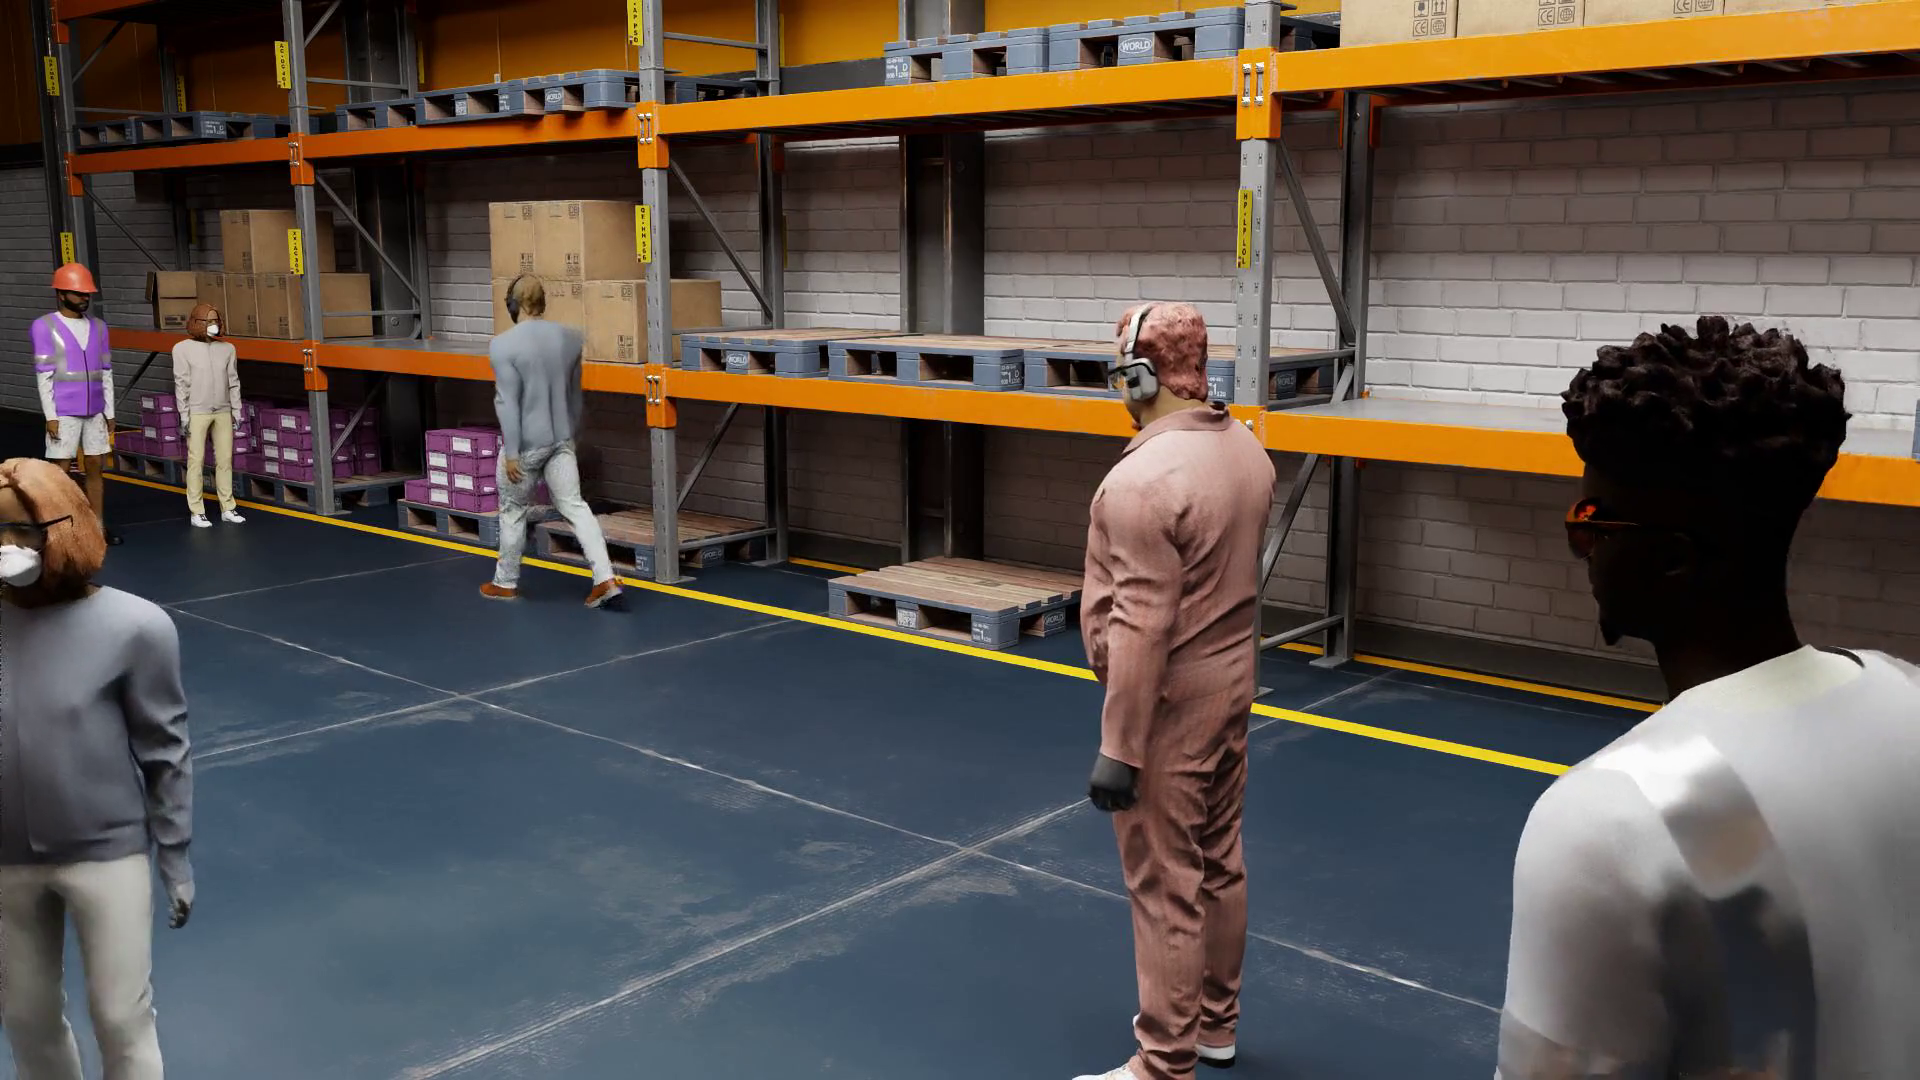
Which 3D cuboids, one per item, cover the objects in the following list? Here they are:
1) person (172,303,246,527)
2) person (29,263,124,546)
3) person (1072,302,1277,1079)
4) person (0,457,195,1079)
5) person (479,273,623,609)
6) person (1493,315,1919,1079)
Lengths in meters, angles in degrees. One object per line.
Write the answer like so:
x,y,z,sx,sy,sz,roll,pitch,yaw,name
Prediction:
-5.478,-0.910,12.147,0.277,1.629,0.496,7,12,35,person
-5.888,-0.879,11.137,0.413,1.927,0.547,5,11,28,person
0.476,0.400,3.909,0.401,1.901,0.641,6,12,33,person
-1.793,0.642,3.324,0.502,1.639,0.319,-1,10,-4,person
-2.316,-0.545,9.340,1.028,1.896,0.649,7,12,36,person
0.753,0.751,1.737,0.658,1.955,0.431,-7,12,-33,person
